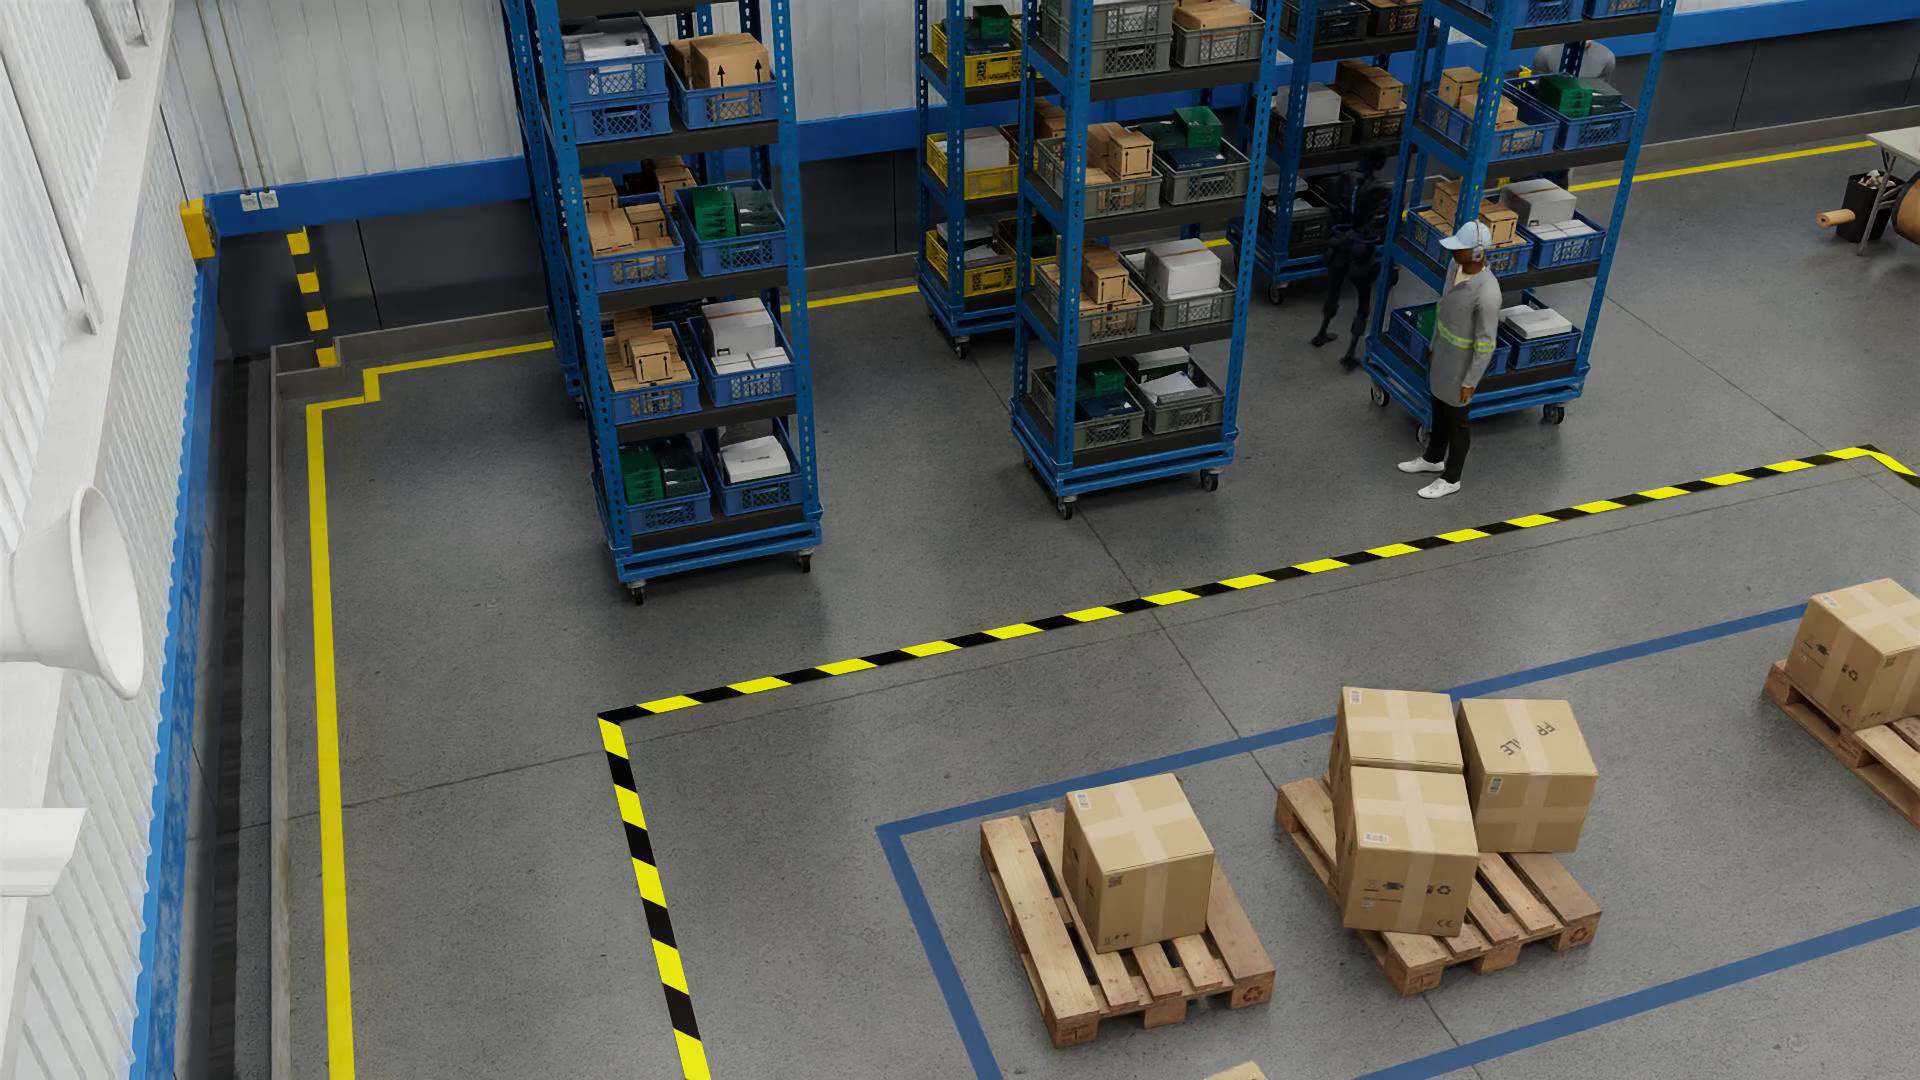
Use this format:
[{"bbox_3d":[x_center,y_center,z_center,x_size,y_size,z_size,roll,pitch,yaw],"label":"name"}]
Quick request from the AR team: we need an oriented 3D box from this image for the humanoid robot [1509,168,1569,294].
[{"bbox_3d":[4.370,-2.648,12.581,0.340,1.644,0.599,-15,38,-21],"label":"humanoid robot"}]

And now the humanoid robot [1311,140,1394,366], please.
[{"bbox_3d":[2.768,-2.028,11.719,0.441,1.632,0.590,-27,44,-33],"label":"humanoid robot"}]

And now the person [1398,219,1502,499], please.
[{"bbox_3d":[3.027,-1.110,10.255,0.398,1.851,0.594,-5,36,-7],"label":"person"}]

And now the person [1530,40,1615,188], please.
[{"bbox_3d":[4.785,-3.279,13.256,0.629,1.940,0.373,4,35,5],"label":"person"}]
